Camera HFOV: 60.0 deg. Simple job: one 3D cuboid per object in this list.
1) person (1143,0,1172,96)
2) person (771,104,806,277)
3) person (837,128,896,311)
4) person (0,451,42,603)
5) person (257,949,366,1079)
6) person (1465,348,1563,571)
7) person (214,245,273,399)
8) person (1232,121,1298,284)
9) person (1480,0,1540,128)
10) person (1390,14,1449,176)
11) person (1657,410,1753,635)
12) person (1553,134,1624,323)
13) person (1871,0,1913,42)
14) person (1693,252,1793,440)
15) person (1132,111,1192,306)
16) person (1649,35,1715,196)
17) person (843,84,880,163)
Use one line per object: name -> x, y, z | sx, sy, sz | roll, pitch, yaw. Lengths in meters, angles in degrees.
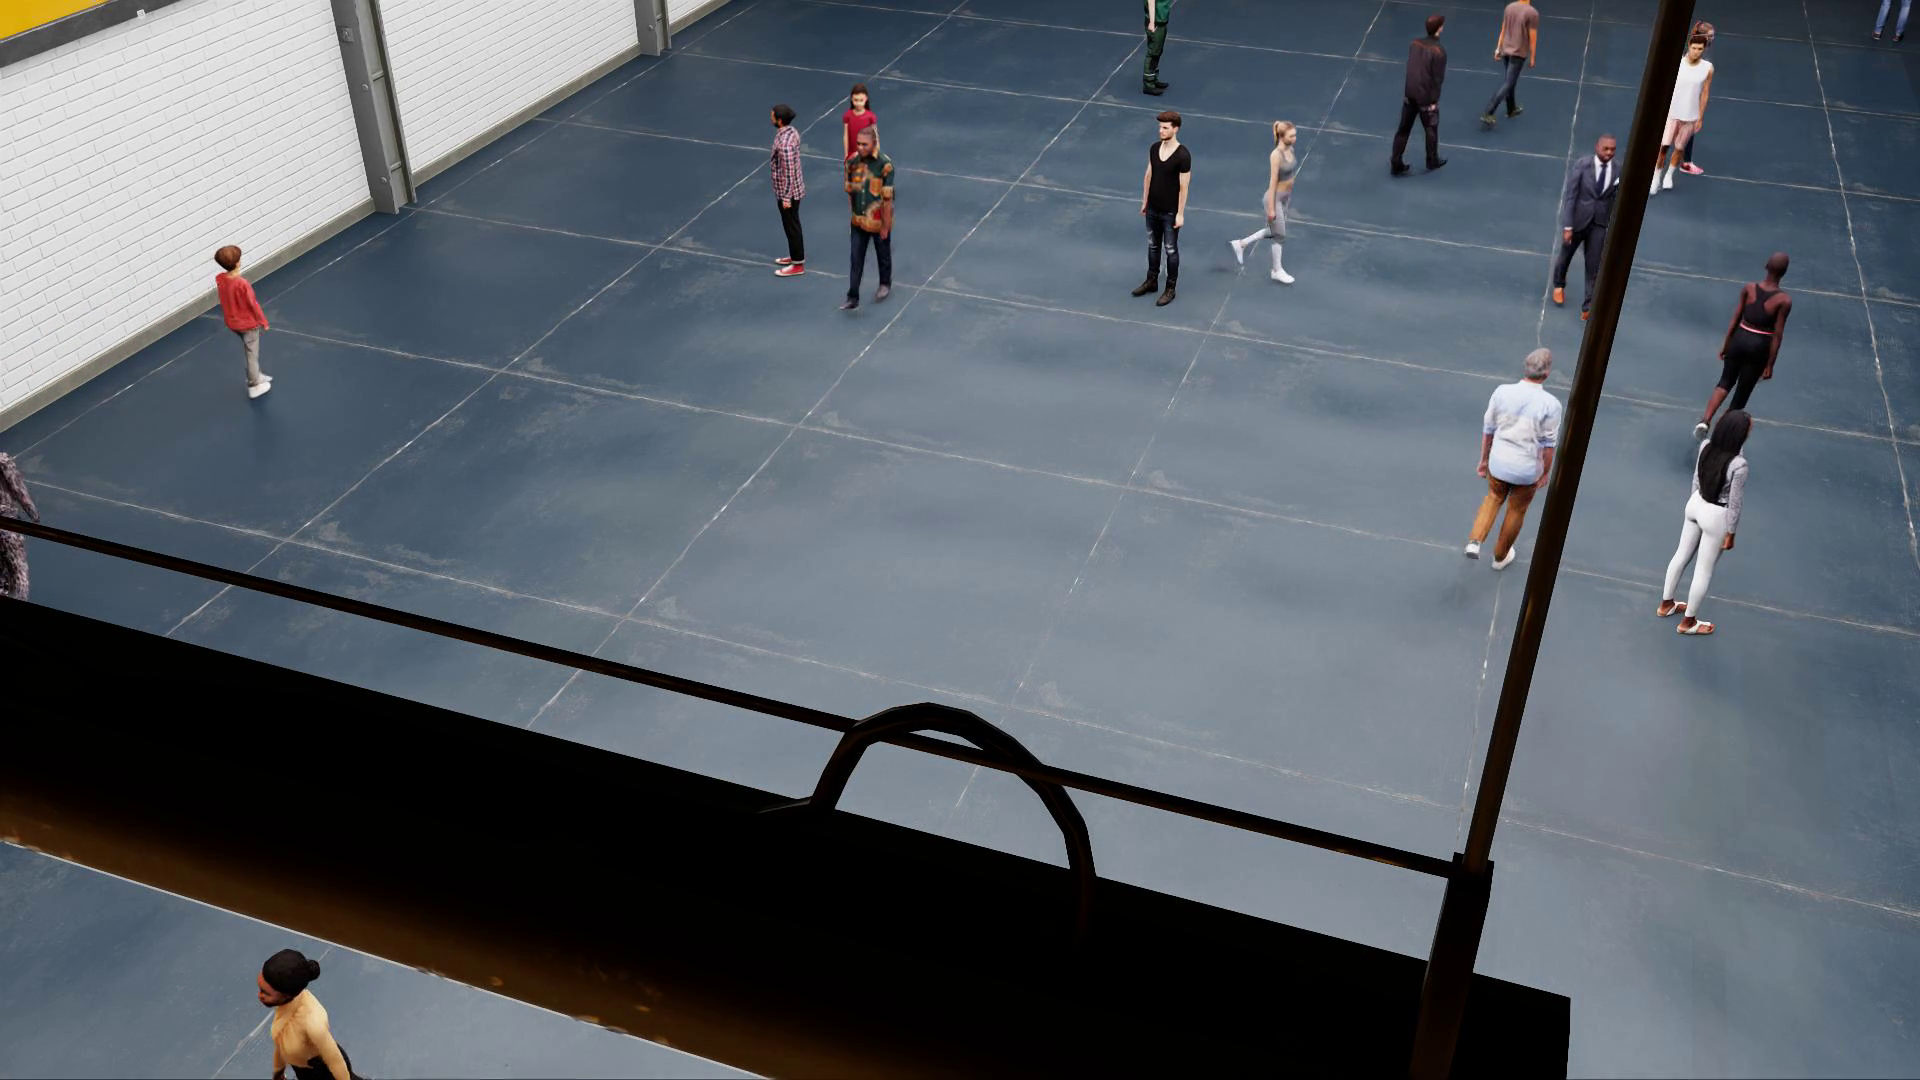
person -> 2.533, -6.684, 21.377 | 0.693, 1.843, 0.526 | 10, 35, 15
person -> -1.721, -3.533, 16.710 | 0.834, 1.761, 0.678 | -1, 34, -2
person -> -0.805, -3.131, 16.100 | 0.672, 1.766, 1.083 | 11, 35, 16
person -> -6.714, -0.052, 11.545 | 0.692, 1.680, 0.739 | -7, 34, -10
person -> -2.889, 2.486, 7.781 | 1.041, 1.621, 0.863 | -27, 42, -34
person -> 4.035, -0.534, 12.151 | 0.831, 1.813, 0.896 | 26, 41, 33
person -> -6.322, -1.885, 14.549 | 0.558, 1.408, 0.575 | 15, 36, 21
person -> 3.073, -3.364, 16.533 | 0.792, 1.675, 0.942 | 19, 38, 26
person -> 6.710, -5.910, 20.303 | 1.221, 1.742, 1.050 | -21, 39, -29
person -> 5.180, -5.024, 18.910 | 1.137, 1.808, 1.029 | -23, 40, -30
person -> 5.239, -0.140, 11.638 | 0.733, 1.724, 0.644 | -9, 35, -14
person -> 5.969, -3.044, 15.957 | 0.924, 1.780, 1.267 | 2, 34, 3
person -> 13.234, -7.948, 23.273 | 0.668, 1.849, 0.560 | 15, 37, 22
person -> 6.441, -1.518, 13.692 | 0.907, 1.746, 0.818 | -25, 41, -32
person -> 1.993, -3.238, 16.144 | 0.752, 1.897, 0.730 | 29, 43, 36
person -> 8.075, -4.779, 18.581 | 0.647, 1.764, 0.821 | 12, 35, 17
person -> -1.041, -4.139, 17.824 | 0.705, 1.536, 0.958 | 2, 34, 3
